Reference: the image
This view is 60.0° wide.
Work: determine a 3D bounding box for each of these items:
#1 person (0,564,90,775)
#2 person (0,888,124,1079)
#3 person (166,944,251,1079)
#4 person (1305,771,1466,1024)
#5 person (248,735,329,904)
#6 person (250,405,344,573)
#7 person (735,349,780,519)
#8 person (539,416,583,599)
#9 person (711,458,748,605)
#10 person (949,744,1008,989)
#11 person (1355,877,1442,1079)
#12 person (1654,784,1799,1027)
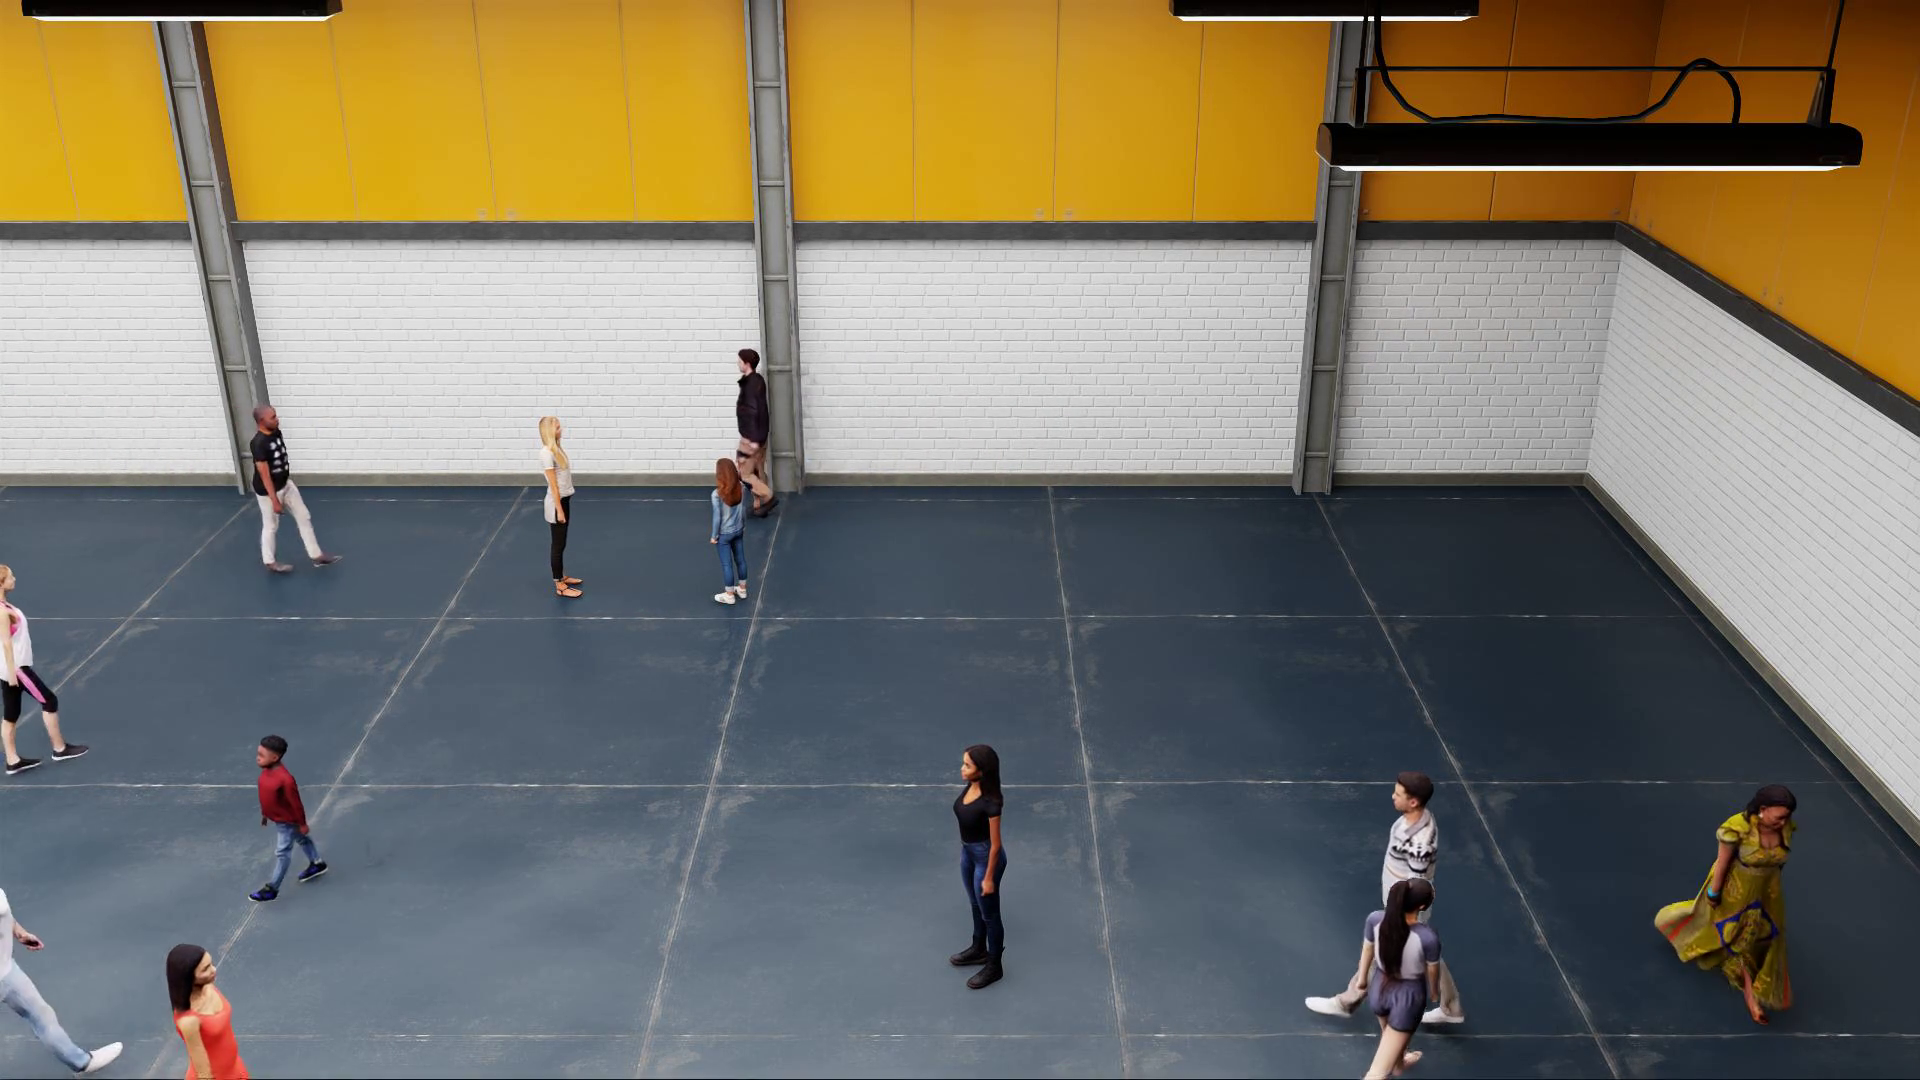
[{"bbox_3d":[-7.547,1.045,13.096,0.953,1.766,0.882,-21,31,-39],"label":"person"},{"bbox_3d":[-5.698,2.543,9.623,1.273,1.802,1.146,-18,30,-36],"label":"person"},{"bbox_3d":[-4.058,2.917,8.892,1.020,1.704,0.726,-5,24,-12],"label":"person"},{"bbox_3d":[2.838,2.274,10.231,1.304,1.809,0.979,8,25,17],"label":"person"},{"bbox_3d":[-4.705,1.917,11.767,0.891,1.232,0.827,-22,32,-40],"label":"person"},{"bbox_3d":[-6.915,-0.491,16.596,1.033,1.777,0.764,3,24,6],"label":"person"},{"bbox_3d":[-2.133,-1.115,17.851,0.695,1.916,0.723,-1,24,-3],"label":"person"},{"bbox_3d":[-3.925,-0.342,16.194,0.584,1.826,0.650,-4,24,-10],"label":"person"},{"bbox_3d":[-2.223,-0.097,16.069,0.687,1.478,0.640,19,30,37],"label":"person"},{"bbox_3d":[0.148,2.081,10.759,0.646,1.740,0.636,-10,26,-22],"label":"person"},{"bbox_3d":[2.454,2.700,9.523,1.062,1.595,1.138,22,32,40],"label":"person"},{"bbox_3d":[4.952,2.202,10.645,1.152,1.610,0.906,-3,24,-8],"label":"person"}]
